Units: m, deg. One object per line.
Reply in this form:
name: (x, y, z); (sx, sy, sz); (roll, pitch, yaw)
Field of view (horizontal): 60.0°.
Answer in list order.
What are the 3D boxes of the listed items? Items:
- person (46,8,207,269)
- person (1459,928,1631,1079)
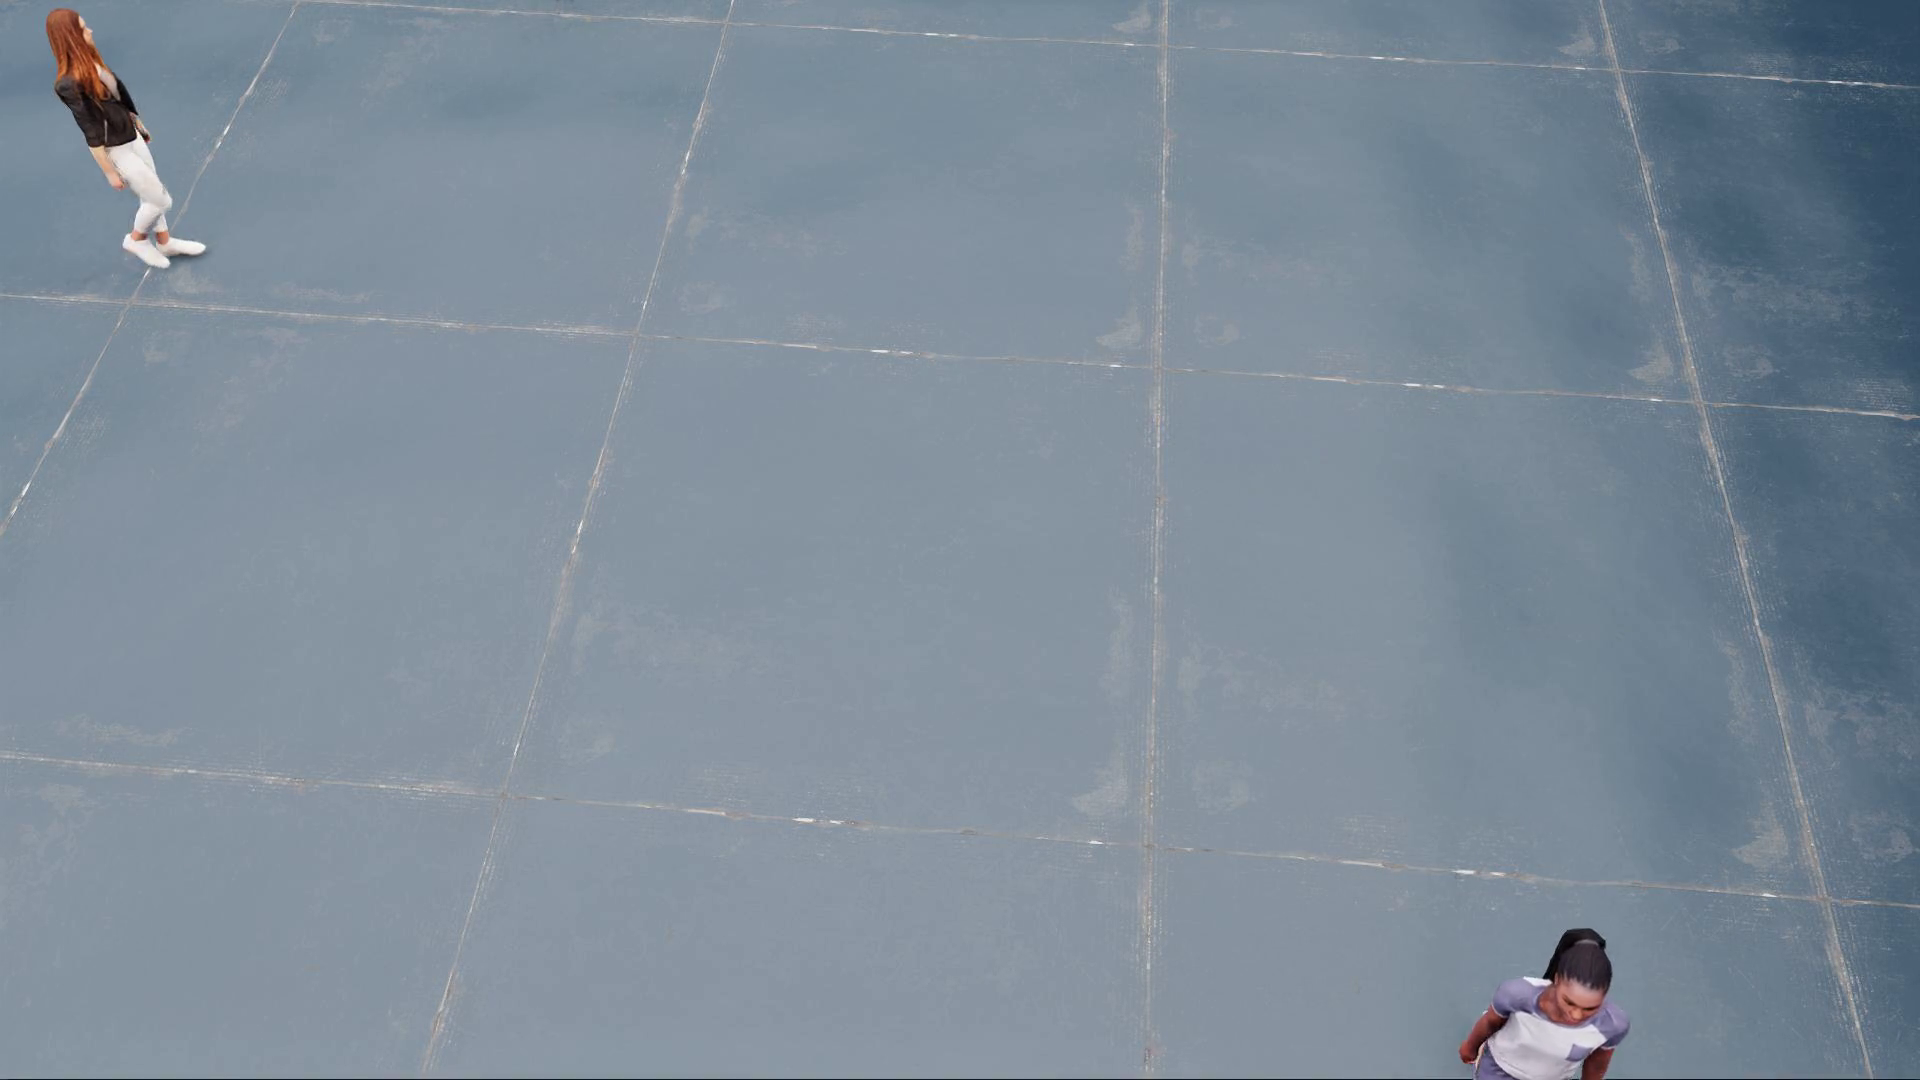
person: (-4.752, -2.185, 9.257); (0.687, 1.690, 0.662); (-3, 52, -3)
person: (2.100, 1.857, 6.133); (1.153, 1.682, 0.818); (11, 53, 9)
